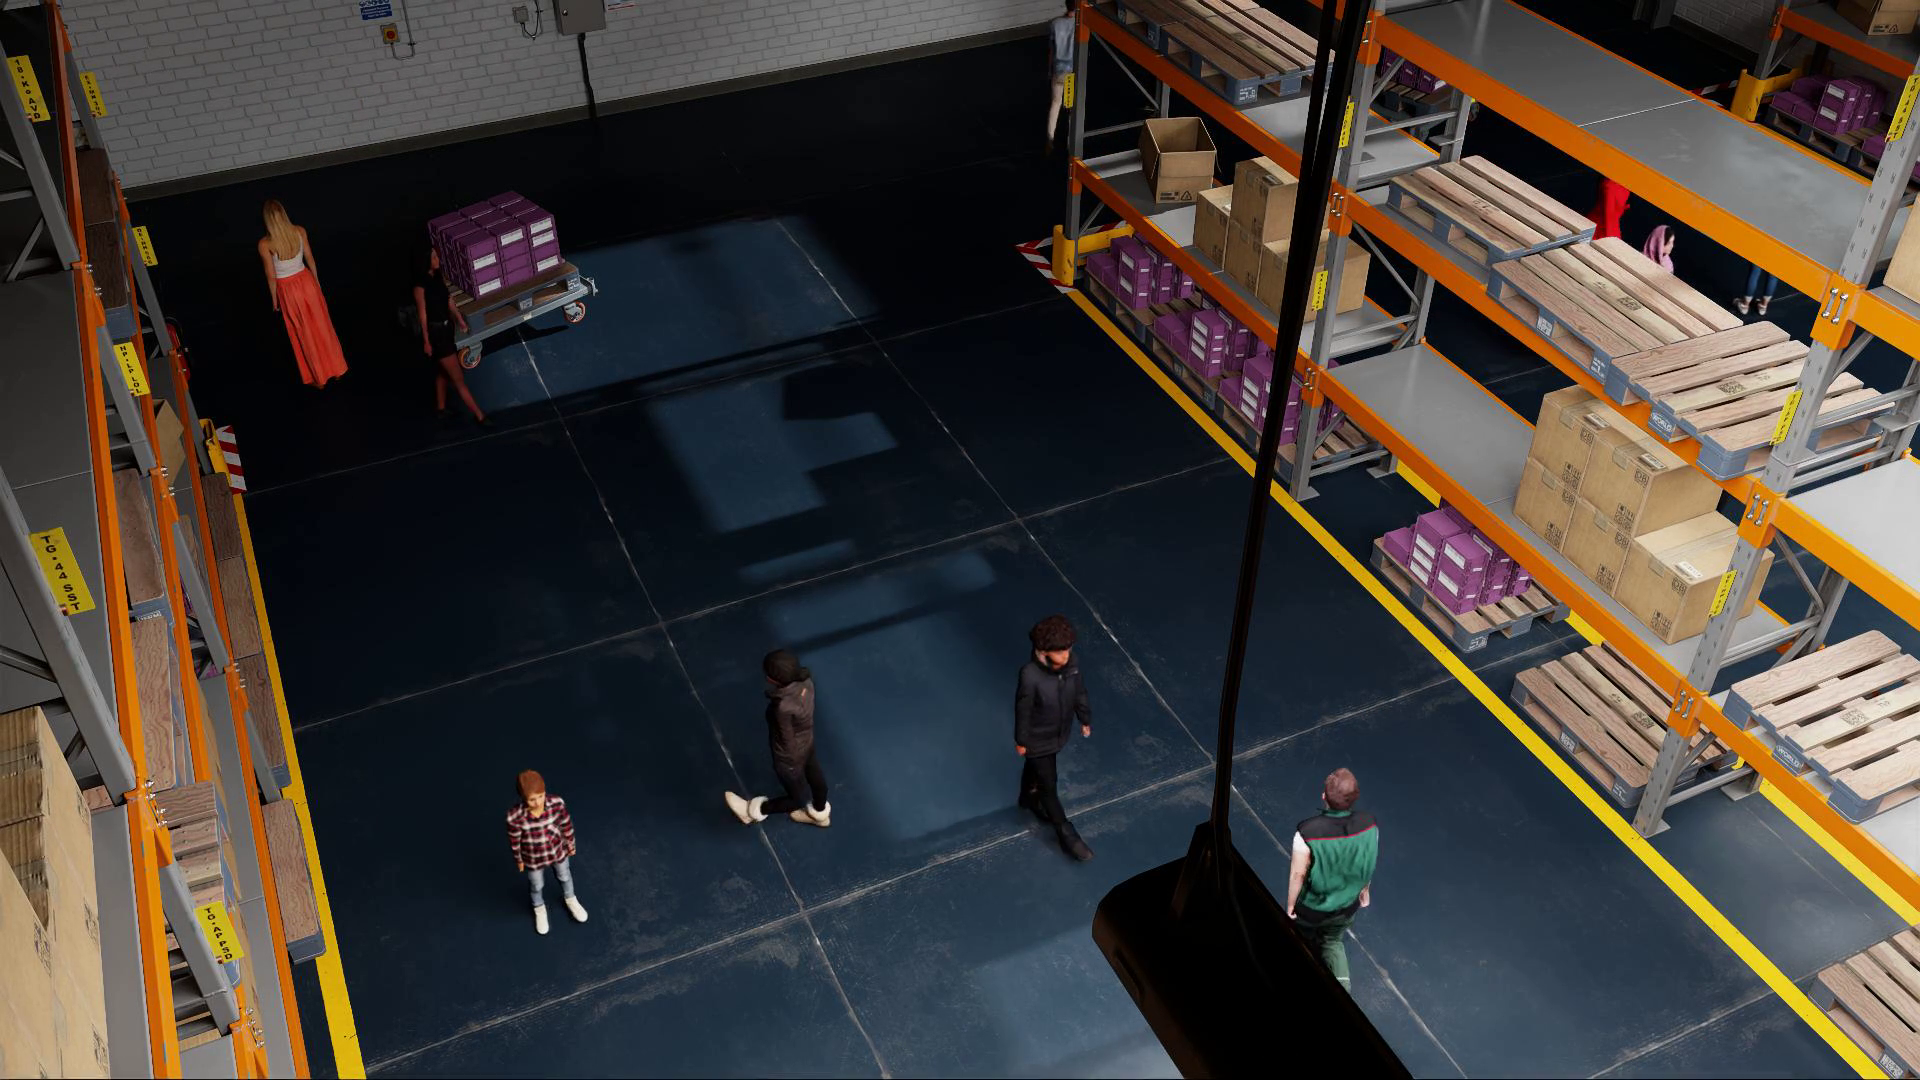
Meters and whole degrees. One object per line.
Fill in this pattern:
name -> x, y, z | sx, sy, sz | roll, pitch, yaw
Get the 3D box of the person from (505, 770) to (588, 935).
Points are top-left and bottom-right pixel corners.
person -> -2.498, 1.834, 9.944 | 0.524, 1.301, 0.472 | -16, 41, -19

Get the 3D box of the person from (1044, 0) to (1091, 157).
person -> 1.137, -5.058, 18.147 | 1.014, 1.833, 1.072 | 13, 41, 16

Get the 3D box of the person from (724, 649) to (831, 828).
person -> -1.148, 1.287, 10.348 | 0.934, 1.652, 0.893 | 19, 42, 23

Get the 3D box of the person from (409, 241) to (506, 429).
person -> -4.471, -1.724, 14.063 | 0.961, 1.720, 0.980 | 5, 39, 6

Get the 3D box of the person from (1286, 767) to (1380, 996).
person -> 2.053, 2.042, 9.266 | 0.801, 1.822, 1.031 | -7, 39, -8

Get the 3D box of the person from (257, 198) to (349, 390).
person -> -5.788, -2.152, 14.534 | 0.702, 1.801, 0.705 | 31, 48, 33

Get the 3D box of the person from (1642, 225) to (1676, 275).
person -> 5.883, -2.020, 14.522 | 1.108, 1.610, 0.870 | 31, 48, 33

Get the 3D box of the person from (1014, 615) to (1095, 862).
person -> 0.487, 1.130, 10.466 | 0.827, 1.750, 1.071 | -29, 47, -31
